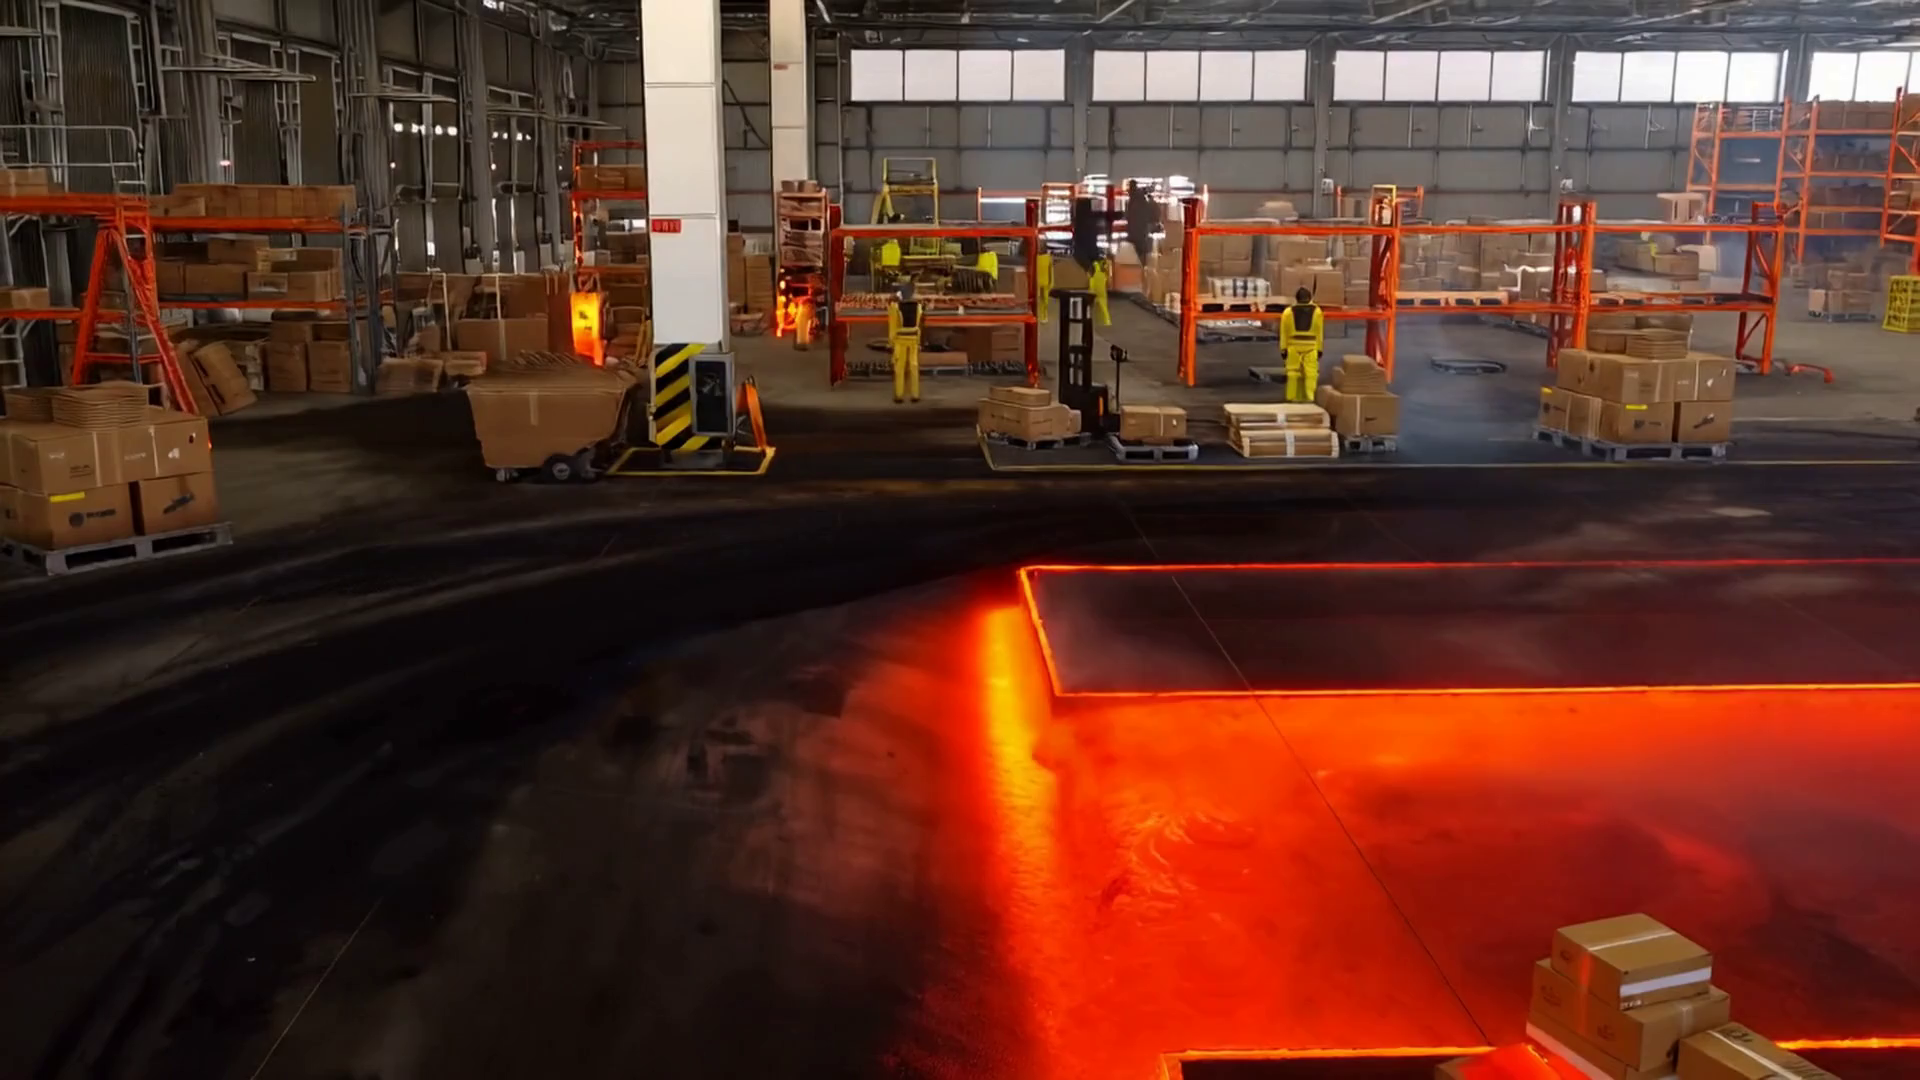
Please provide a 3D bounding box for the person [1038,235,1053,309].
[{"bbox_3d":[2.115,-7.036,43.671,0.644,1.919,0.489,-4,13,-18],"label":"person"}]

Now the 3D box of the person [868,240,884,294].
[{"bbox_3d":[-2.482,-8.044,48.975,0.521,1.570,0.881,-4,13,-17],"label":"person"}]

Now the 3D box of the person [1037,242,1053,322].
[{"bbox_3d":[1.929,-6.170,39.777,0.638,1.917,0.813,4,13,17],"label":"person"}]

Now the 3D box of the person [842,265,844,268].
[{"bbox_3d":[-4.696,-10.796,60.744,1.002,1.894,0.559,-5,13,-20],"label":"person"}]

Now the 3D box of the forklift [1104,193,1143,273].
[{"bbox_3d":[5.956,-10.464,56.964,1.873,2.768,1.129,-2,13,-9],"label":"forklift"}]

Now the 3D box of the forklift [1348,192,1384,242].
[{"bbox_3d":[14.688,-11.093,59.807,1.129,2.768,1.873,0,12,-2],"label":"forklift"}]

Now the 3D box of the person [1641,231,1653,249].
[{"bbox_3d":[19.841,-8.065,48.352,0.632,1.899,0.565,-9,15,-34],"label":"person"}]

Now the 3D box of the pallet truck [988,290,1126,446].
[{"bbox_3d":[1.257,-2.299,22.111,1.885,1.965,0.823,-9,15,-35],"label":"pallet truck"}]

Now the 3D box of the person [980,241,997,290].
[{"bbox_3d":[0.770,-7.123,44.488,0.482,1.733,0.401,-3,13,-14],"label":"person"}]

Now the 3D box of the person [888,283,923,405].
[{"bbox_3d":[-0.833,-3.018,25.647,0.568,1.878,0.351,-5,14,-23],"label":"person"}]

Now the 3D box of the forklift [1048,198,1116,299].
[{"bbox_3d":[3.425,-8.208,46.778,1.873,2.768,1.129,0,12,-2],"label":"forklift"}]

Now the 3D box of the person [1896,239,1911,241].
[{"bbox_3d":[31.229,-9.597,55.195,1.023,1.951,0.624,0,12,-1],"label":"person"}]

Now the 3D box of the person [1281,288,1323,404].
[{"bbox_3d":[5.131,-2.864,25.026,0.621,1.841,0.429,1,13,5],"label":"person"}]

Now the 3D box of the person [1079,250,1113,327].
[{"bbox_3d":[3.124,-5.857,38.696,0.540,1.787,1.022,-9,16,-36],"label":"person"}]

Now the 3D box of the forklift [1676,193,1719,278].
[{"bbox_3d":[24.812,-10.339,56.403,1.129,2.768,1.873,-2,13,-8],"label":"forklift"}]
